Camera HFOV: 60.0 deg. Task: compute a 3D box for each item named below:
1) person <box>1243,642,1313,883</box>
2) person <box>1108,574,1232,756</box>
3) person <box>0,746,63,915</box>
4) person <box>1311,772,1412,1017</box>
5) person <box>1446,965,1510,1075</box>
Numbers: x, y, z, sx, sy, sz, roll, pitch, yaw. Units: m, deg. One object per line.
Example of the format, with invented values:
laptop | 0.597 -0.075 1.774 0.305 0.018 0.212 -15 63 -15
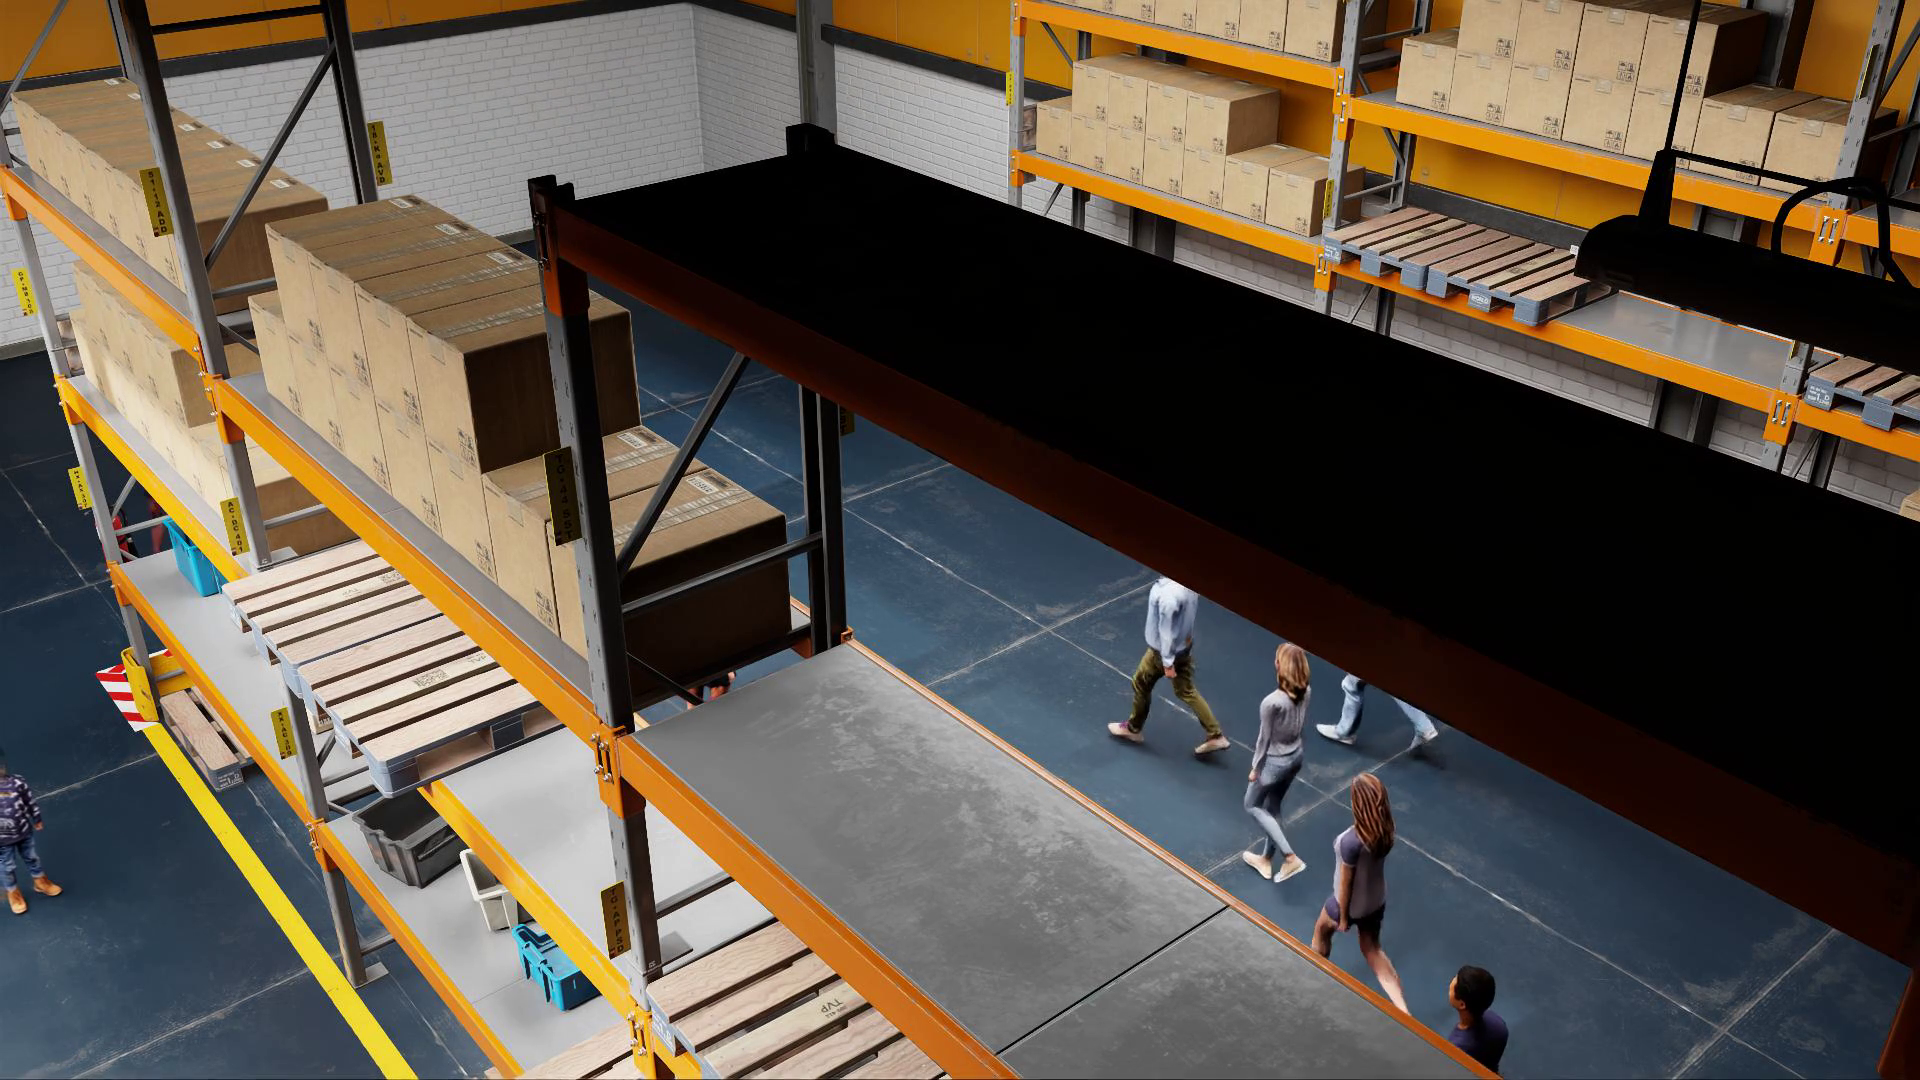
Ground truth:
person | 2.133 1.507 10.813 0.633 1.778 0.768 -21 35 -33
person | 1.625 0.818 12.086 1.273 1.769 0.950 16 32 27
person | -6.153 1.842 10.753 0.514 1.247 0.531 21 35 33
person | 2.415 2.155 9.723 0.637 1.684 1.083 -19 34 -30
person | 2.543 2.887 8.282 0.646 1.779 0.688 22 35 34
